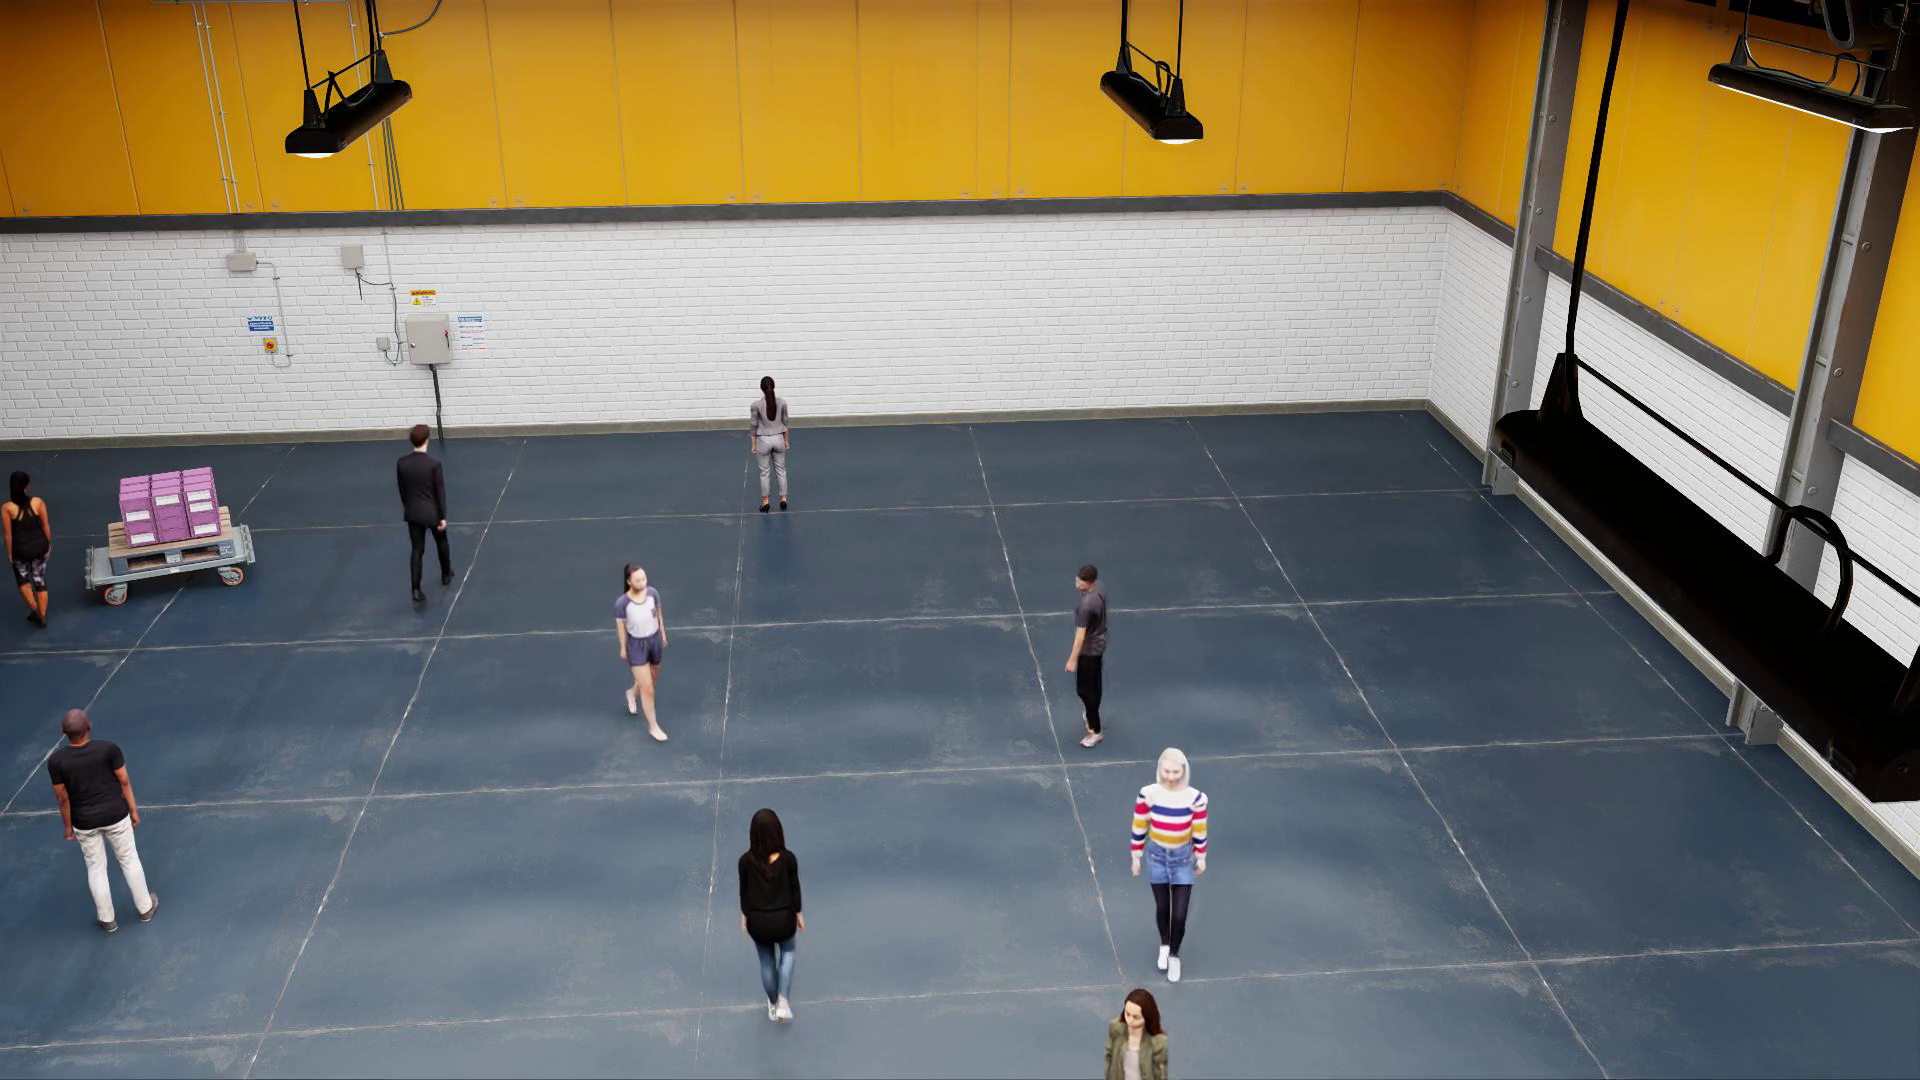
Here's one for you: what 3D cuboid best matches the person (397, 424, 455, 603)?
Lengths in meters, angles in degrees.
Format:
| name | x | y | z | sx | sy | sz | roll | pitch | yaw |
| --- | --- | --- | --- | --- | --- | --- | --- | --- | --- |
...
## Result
| name | x | y | z | sx | sy | sz | roll | pitch | yaw |
| --- | --- | --- | --- | --- | --- | --- | --- | --- | --- |
| person | -5.624 | -0.241 | 17.345 | 0.724 | 1.859 | 1.192 | -1 | 24 | -2 |

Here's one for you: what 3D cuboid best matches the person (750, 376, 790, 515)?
| name | x | y | z | sx | sy | sz | roll | pitch | yaw |
| --- | --- | --- | --- | --- | --- | --- | --- | --- | --- |
| person | -2.234 | -1.125 | 19.592 | 0.688 | 1.678 | 0.680 | -9 | 25 | -19 |

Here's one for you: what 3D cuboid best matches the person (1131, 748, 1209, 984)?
| name | x | y | z | sx | sy | sz | roll | pitch | yaw |
| --- | --- | --- | --- | --- | --- | --- | --- | --- | --- |
| person | 1.504 | 2.228 | 11.773 | 0.776 | 1.797 | 0.782 | 7 | 24 | 15 |

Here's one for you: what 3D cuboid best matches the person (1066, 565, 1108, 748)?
| name | x | y | z | sx | sy | sz | roll | pitch | yaw |
| --- | --- | --- | --- | --- | --- | --- | --- | --- | --- |
| person | 1.178 | 0.940 | 14.801 | 0.933 | 1.733 | 0.684 | 13 | 27 | 28 |

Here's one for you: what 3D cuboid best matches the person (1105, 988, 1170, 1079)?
| name | x | y | z | sx | sy | sz | roll | pitch | yaw |
| --- | --- | --- | --- | --- | --- | --- | --- | --- | --- |
| person | 1.071 | 3.246 | 9.856 | 0.687 | 1.468 | 0.718 | 12 | 26 | 26 |

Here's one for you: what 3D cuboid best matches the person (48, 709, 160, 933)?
| name | x | y | z | sx | sy | sz | roll | pitch | yaw |
| --- | --- | --- | --- | --- | --- | --- | --- | --- | --- |
| person | -6.296 | 2.046 | 12.181 | 0.745 | 1.805 | 0.735 | -11 | 26 | -24 |

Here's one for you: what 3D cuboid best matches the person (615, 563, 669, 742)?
| name | x | y | z | sx | sy | sz | roll | pitch | yaw |
| --- | --- | --- | --- | --- | --- | --- | --- | --- | --- |
| person | -2.882 | 0.959 | 14.896 | 1.065 | 1.621 | 0.963 | 22 | 32 | 40 |

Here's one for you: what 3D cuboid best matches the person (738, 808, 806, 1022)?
| name | x | y | z | sx | sy | sz | roll | pitch | yaw |
| --- | --- | --- | --- | --- | --- | --- | --- | --- | --- |
| person | -1.264 | 2.576 | 11.174 | 0.574 | 1.640 | 0.674 | -1 | 24 | -3 |

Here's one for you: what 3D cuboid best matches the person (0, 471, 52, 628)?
| name | x | y | z | sx | sy | sz | roll | pitch | yaw |
| --- | --- | --- | --- | --- | --- | --- | --- | --- | --- |
| person | -9.365 | 0.107 | 16.797 | 0.757 | 1.660 | 0.708 | 20 | 30 | 38 |
